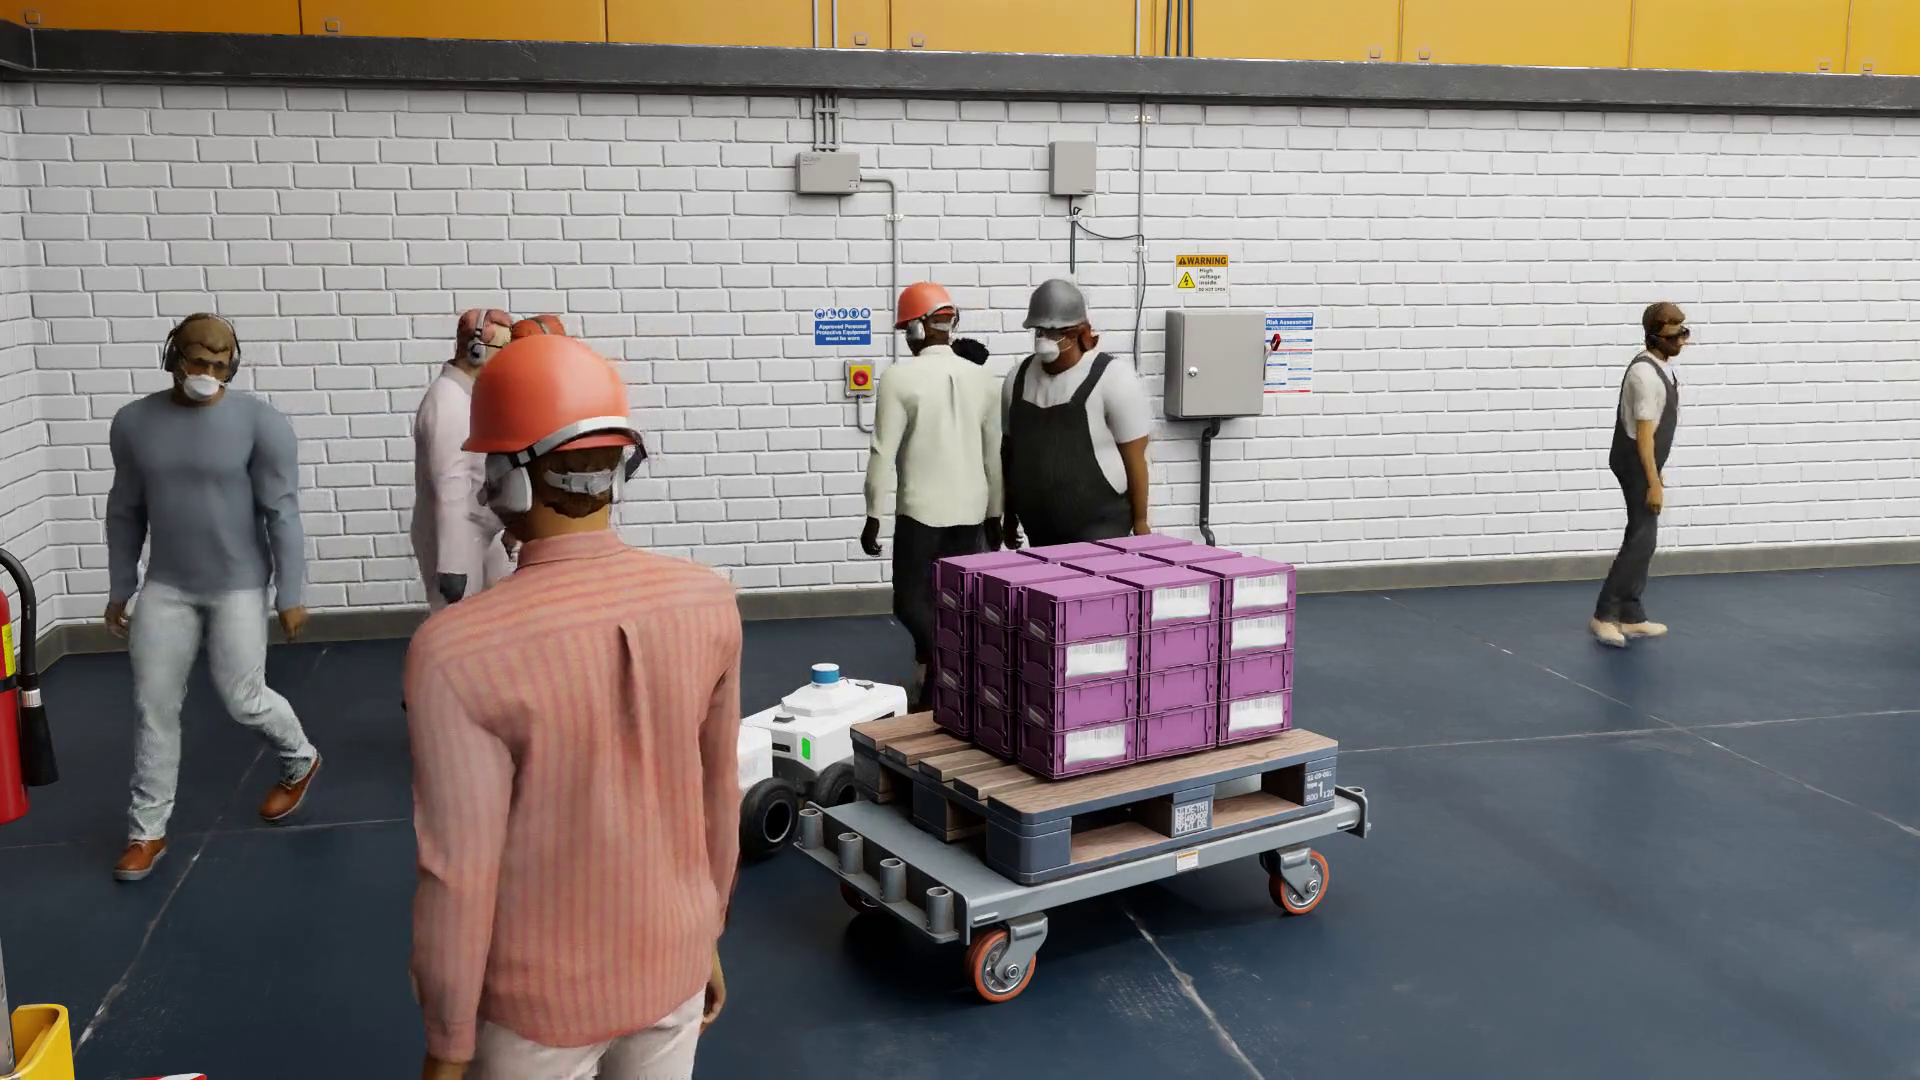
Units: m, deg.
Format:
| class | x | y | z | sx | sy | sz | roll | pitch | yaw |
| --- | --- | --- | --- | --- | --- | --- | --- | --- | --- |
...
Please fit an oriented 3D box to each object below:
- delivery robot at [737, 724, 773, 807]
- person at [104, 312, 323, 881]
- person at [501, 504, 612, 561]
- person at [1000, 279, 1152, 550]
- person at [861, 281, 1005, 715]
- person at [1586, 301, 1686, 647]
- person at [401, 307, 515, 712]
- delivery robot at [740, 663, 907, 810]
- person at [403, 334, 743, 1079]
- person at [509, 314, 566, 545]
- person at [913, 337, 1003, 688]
| class | x | y | z | sx | sy | sz | roll | pitch | yaw |
| --- | --- | --- | --- | --- | --- | --- | --- | --- | --- |
| delivery robot | -0.965 | 0.803 | 5.641 | 0.477 | 0.478 | 0.707 | 7 | 12 | 34 |
| person | -2.597 | 0.157 | 5.772 | 0.711 | 1.900 | 0.779 | 1 | 10 | 4 |
| person | -1.774 | -0.045 | 7.322 | 0.623 | 1.734 | 0.530 | 2 | 10 | 12 |
| person | 0.501 | -0.182 | 7.238 | 0.694 | 2.000 | 0.896 | 9 | 13 | 40 |
| person | -0.050 | -0.111 | 7.083 | 0.669 | 1.960 | 0.755 | -7 | 12 | -33 |
| person | 3.566 | -0.336 | 8.738 | 0.388 | 1.817 | 0.618 | 5 | 11 | 25 |
| person | -1.998 | 0.008 | 6.673 | 0.507 | 1.872 | 0.675 | 0 | 10 | -2 |
| delivery robot | -0.497 | 0.703 | 6.193 | 0.477 | 0.478 | 0.707 | 6 | 12 | 30 |
| person | -0.586 | 0.684 | 2.616 | 0.486 | 1.988 | 0.637 | 8 | 13 | 39 |
| person | -1.497 | 0.061 | 6.432 | 0.548 | 1.852 | 0.585 | -3 | 11 | -15 |
| person | -0.051 | -0.110 | 7.871 | 0.618 | 1.675 | 0.362 | 5 | 11 | 26 |
